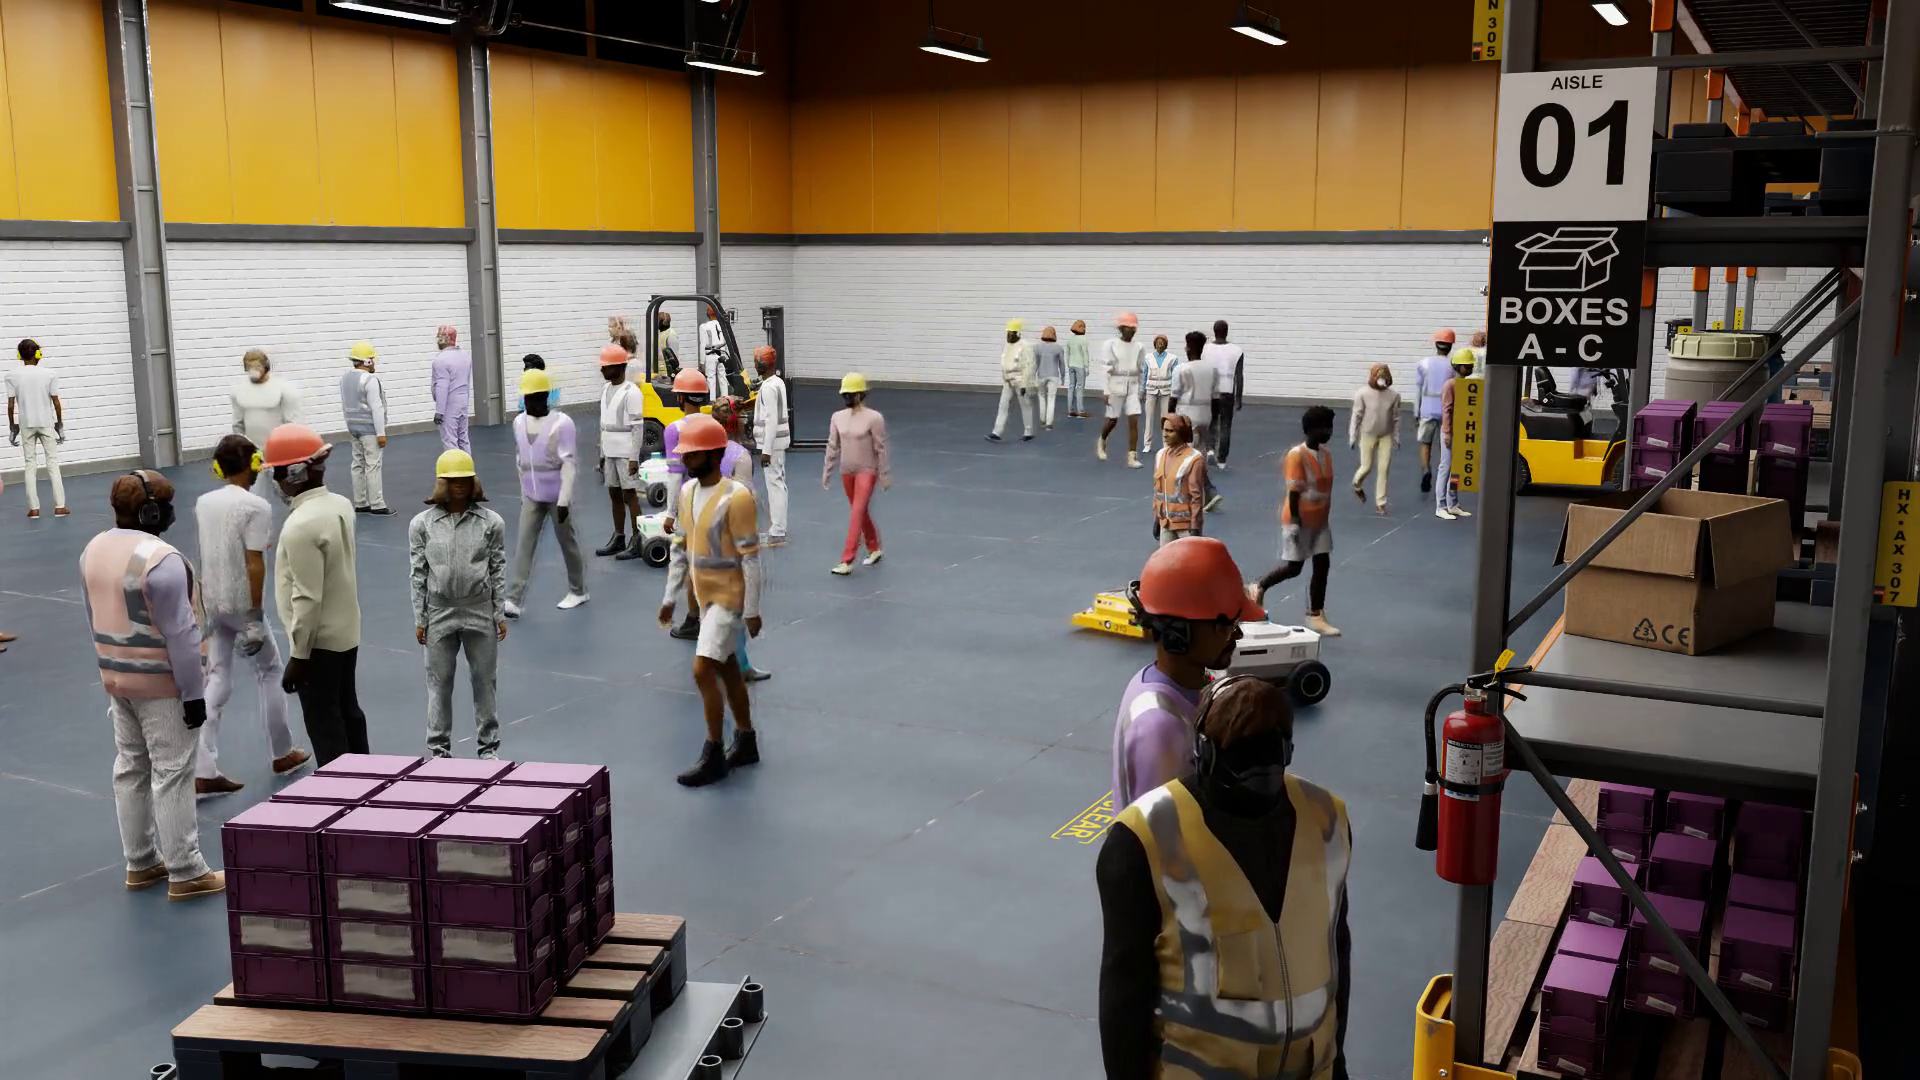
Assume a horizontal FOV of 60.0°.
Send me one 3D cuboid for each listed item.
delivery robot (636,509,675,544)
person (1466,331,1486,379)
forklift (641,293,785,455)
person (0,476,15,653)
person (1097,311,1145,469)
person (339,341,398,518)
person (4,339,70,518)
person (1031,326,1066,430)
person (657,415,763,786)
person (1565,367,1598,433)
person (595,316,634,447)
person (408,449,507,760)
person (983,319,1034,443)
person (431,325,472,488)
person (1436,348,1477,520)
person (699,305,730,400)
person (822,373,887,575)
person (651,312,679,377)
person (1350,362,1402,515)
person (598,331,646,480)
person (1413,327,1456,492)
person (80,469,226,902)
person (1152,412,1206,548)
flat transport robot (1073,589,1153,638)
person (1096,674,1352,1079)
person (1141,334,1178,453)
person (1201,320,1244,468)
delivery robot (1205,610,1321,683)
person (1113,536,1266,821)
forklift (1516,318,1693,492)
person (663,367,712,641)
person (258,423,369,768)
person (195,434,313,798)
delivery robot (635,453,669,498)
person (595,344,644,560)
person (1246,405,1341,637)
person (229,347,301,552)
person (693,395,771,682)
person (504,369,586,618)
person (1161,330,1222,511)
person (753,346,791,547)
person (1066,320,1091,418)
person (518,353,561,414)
[{"bbox_3d":[-2.496,-0.115,14.764,0.707,0.478,0.477,-4,11,-20],"label":"delivery robot"},{"bbox_3d":[7.653,-2.294,24.644,0.856,1.592,0.532,-4,11,-24],"label":"person"},{"bbox_3d":[-3.588,-2.317,23.042,2.313,2.155,1.214,-1,10,-5],"label":"forklift"},{"bbox_3d":[-6.796,-0.163,11.453,0.395,1.898,0.643,-3,10,-15],"label":"person"},{"bbox_3d":[2.075,-1.949,21.460,0.618,2.015,0.907,-3,10,-17],"label":"person"},{"bbox_3d":[-6.171,-1.151,17.332,0.586,1.837,0.403,7,12,35],"label":"person"},{"bbox_3d":[-9.597,-1.152,17.278,0.521,1.860,0.334,-4,11,-23],"label":"person"},{"bbox_3d":[1.398,-2.541,26.077,0.522,1.595,0.800,2,10,9],"label":"person"},{"bbox_3d":[-1.326,0.312,8.649,0.736,1.912,0.556,-8,12,-37],"label":"person"},{"bbox_3d":[8.287,-2.021,22.189,0.524,1.896,0.652,5,11,27],"label":"person"},{"bbox_3d":[-4.800,-2.260,23.676,0.838,1.868,0.652,-4,11,-23],"label":"person"},{"bbox_3d":[-2.591,0.396,8.636,0.486,1.746,0.290,-4,11,-21],"label":"person"},{"bbox_3d":[0.735,-2.268,23.899,0.899,1.792,0.613,-8,12,-38],"label":"person"},{"bbox_3d":[-5.949,-1.543,19.393,0.408,1.906,0.652,2,10,13],"label":"person"},{"bbox_3d":[5.162,-1.099,17.228,0.523,1.769,0.321,-9,13,-43],"label":"person"},{"bbox_3d":[-4.159,-3.049,28.184,0.575,1.882,0.355,-8,13,-38],"label":"person"},{"bbox_3d":[-0.898,-0.582,14.378,0.542,1.720,0.908,6,11,30],"label":"person"},{"bbox_3d":[-4.564,-2.592,25.660,0.429,1.844,0.627,-7,12,-33],"label":"person"},{"bbox_3d":[4.388,-1.095,17.644,0.545,1.606,0.548,-1,10,-4],"label":"person"},{"bbox_3d":[-4.057,-1.611,20.069,0.519,1.820,0.881,4,11,23],"label":"person"},{"bbox_3d":[5.412,-1.450,18.825,0.568,1.919,0.627,4,10,20],"label":"person"},{"bbox_3d":[-3.418,0.616,7.085,0.625,1.844,0.429,6,11,30],"label":"person"},{"bbox_3d":[1.559,-0.098,11.839,0.318,1.630,0.512,-6,12,-32],"label":"person"},{"bbox_3d":[1.554,0.478,12.425,0.652,0.197,1.431,9,13,43],"label":"flat transport robot"},{"bbox_3d":[0.615,1.196,3.725,0.635,1.842,0.429,-4,10,-20],"label":"person"},{"bbox_3d":[2.735,-2.009,22.867,0.513,1.641,0.307,1,10,8],"label":"person"},{"bbox_3d":[3.315,-1.858,21.237,0.606,1.899,0.432,2,10,12],"label":"person"},{"bbox_3d":[1.838,0.673,10.207,0.707,0.478,0.477,-3,10,-16],"label":"delivery robot"},{"bbox_3d":[0.574,0.997,4.293,0.372,2.042,0.615,1,10,8],"label":"person"},{"bbox_3d":[7.066,-1.601,18.899,2.313,2.155,1.214,5,11,27],"label":"forklift"},{"bbox_3d":[-1.887,-0.255,11.843,0.366,1.939,0.542,9,13,42],"label":"person"},{"bbox_3d":[-2.935,0.455,7.589,0.391,1.989,0.609,0,10,-2],"label":"person"},{"bbox_3d":[-3.691,0.373,8.548,0.540,1.822,0.875,3,10,18],"label":"person"},{"bbox_3d":[-3.332,-0.716,18.245,0.477,0.478,0.707,6,11,30],"label":"delivery robot"},{"bbox_3d":[-3.074,-0.791,14.955,0.552,1.935,0.355,9,13,42],"label":"person"},{"bbox_3d":[2.451,-0.156,12.052,0.532,1.665,0.698,-9,13,-43],"label":"person"},{"bbox_3d":[-6.360,-0.845,15.388,0.647,1.905,0.846,0,10,2],"label":"person"},{"bbox_3d":[-1.497,-0.005,10.664,0.379,1.844,0.570,-9,13,-43],"label":"person"},{"bbox_3d":[-3.171,-0.349,12.564,0.613,1.871,0.974,5,11,25],"label":"person"},{"bbox_3d":[2.535,-1.280,17.835,0.606,1.927,0.928,-7,12,-35],"label":"person"},{"bbox_3d":[-1.776,-0.876,15.604,0.361,1.882,0.575,0,10,2],"label":"person"},{"bbox_3d":[1.978,-2.865,27.839,0.278,1.633,0.498,-8,13,-38],"label":"person"},{"bbox_3d":[-4.475,-1.148,17.751,0.537,1.686,0.328,5,11,25],"label":"person"}]
